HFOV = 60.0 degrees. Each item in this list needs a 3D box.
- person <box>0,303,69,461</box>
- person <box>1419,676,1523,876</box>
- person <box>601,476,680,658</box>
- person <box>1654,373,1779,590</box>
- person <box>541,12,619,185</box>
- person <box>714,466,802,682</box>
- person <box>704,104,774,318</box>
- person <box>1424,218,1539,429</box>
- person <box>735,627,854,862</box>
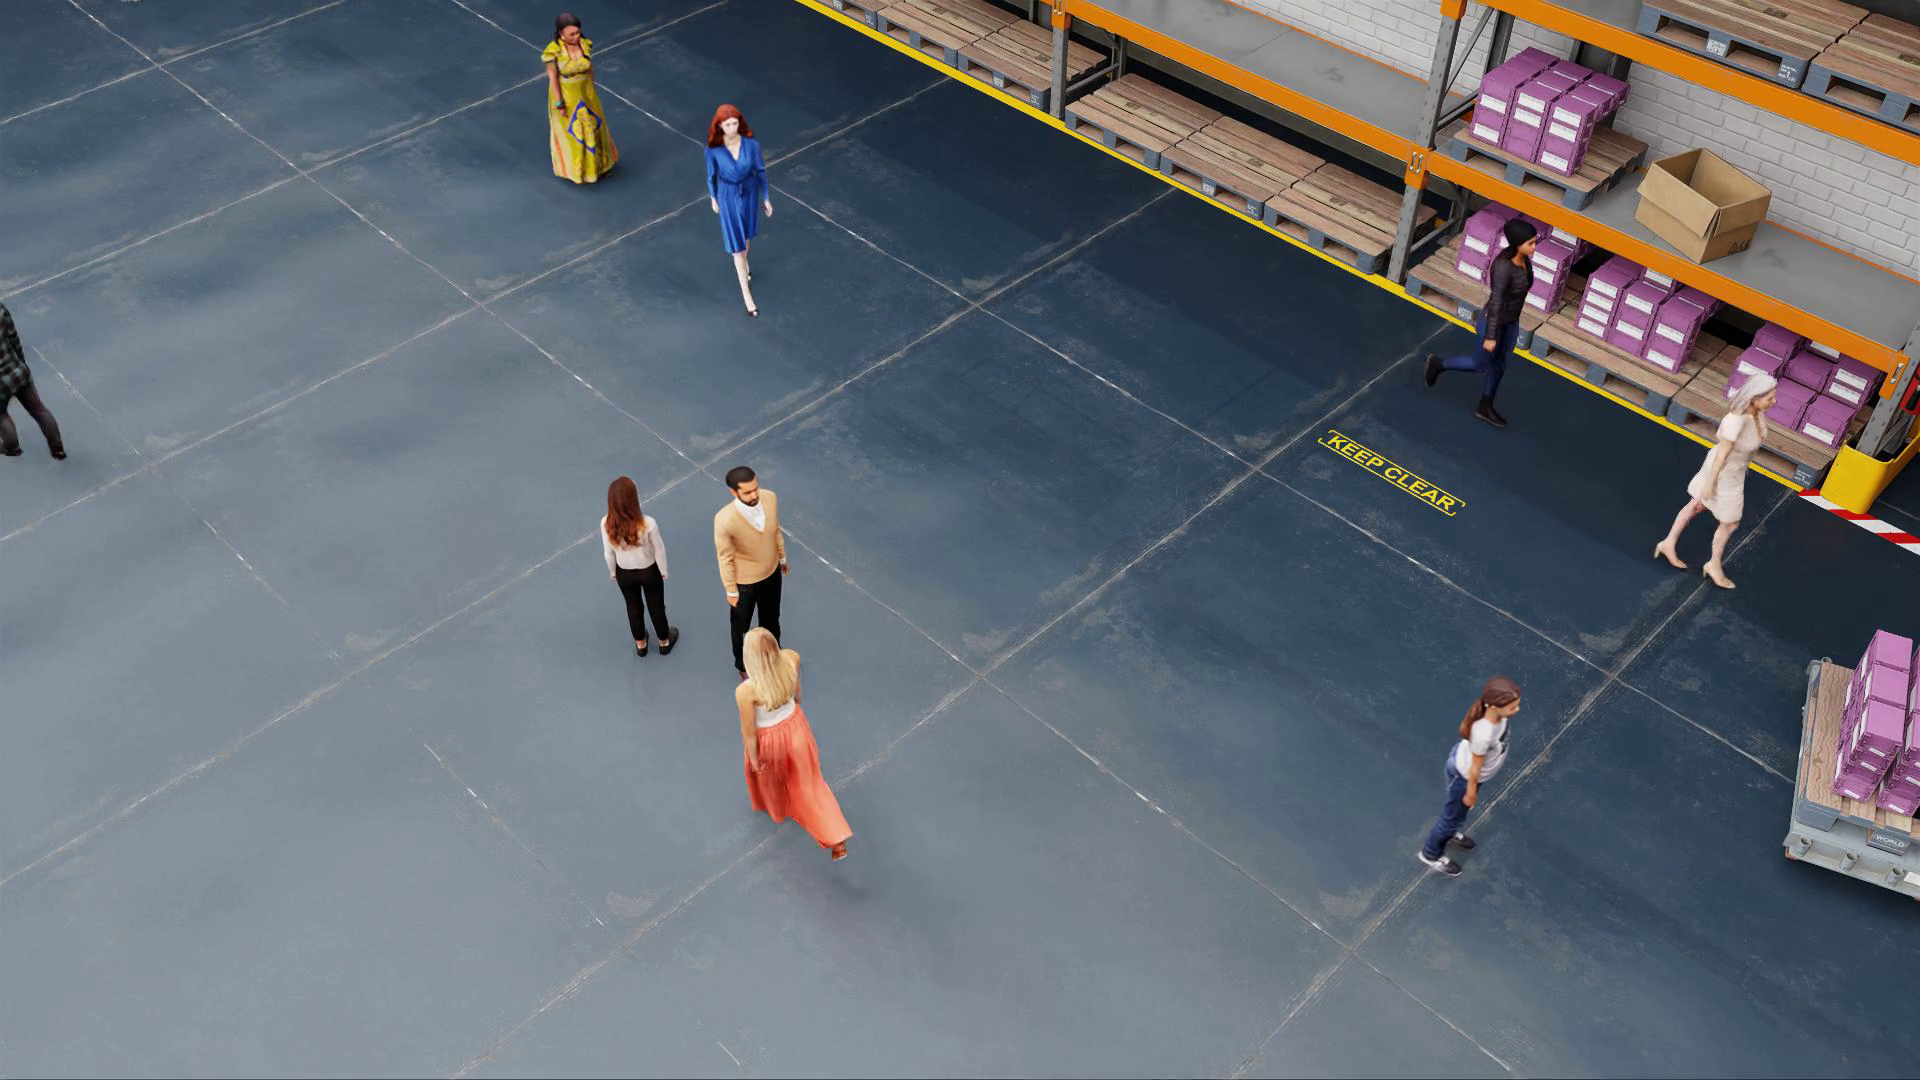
[{"bbox_3d":[-7.020,-1.195,12.269,0.973,1.696,0.864,19,47,19],"label":"person"},{"bbox_3d":[2.952,1.325,9.595,0.600,1.562,0.583,20,47,20],"label":"person"},{"bbox_3d":[-2.096,0.197,10.835,0.601,1.483,0.665,1,44,1],"label":"person"},{"bbox_3d":[5.101,-0.464,11.357,0.858,1.719,0.693,25,49,24],"label":"person"},{"bbox_3d":[-3.527,-4.036,15.158,0.711,1.649,0.811,32,52,29],"label":"person"},{"bbox_3d":[-1.319,0.215,10.620,0.576,1.754,0.651,33,53,30],"label":"person"},{"bbox_3d":[-1.842,-2.827,13.792,0.957,1.783,1.210,-14,45,-14],"label":"person"},{"bbox_3d":[3.989,-1.664,12.610,0.965,1.729,0.613,34,53,30],"label":"person"},{"bbox_3d":[-0.979,1.197,9.572,0.700,1.778,1.146,-29,51,-27],"label":"person"}]
